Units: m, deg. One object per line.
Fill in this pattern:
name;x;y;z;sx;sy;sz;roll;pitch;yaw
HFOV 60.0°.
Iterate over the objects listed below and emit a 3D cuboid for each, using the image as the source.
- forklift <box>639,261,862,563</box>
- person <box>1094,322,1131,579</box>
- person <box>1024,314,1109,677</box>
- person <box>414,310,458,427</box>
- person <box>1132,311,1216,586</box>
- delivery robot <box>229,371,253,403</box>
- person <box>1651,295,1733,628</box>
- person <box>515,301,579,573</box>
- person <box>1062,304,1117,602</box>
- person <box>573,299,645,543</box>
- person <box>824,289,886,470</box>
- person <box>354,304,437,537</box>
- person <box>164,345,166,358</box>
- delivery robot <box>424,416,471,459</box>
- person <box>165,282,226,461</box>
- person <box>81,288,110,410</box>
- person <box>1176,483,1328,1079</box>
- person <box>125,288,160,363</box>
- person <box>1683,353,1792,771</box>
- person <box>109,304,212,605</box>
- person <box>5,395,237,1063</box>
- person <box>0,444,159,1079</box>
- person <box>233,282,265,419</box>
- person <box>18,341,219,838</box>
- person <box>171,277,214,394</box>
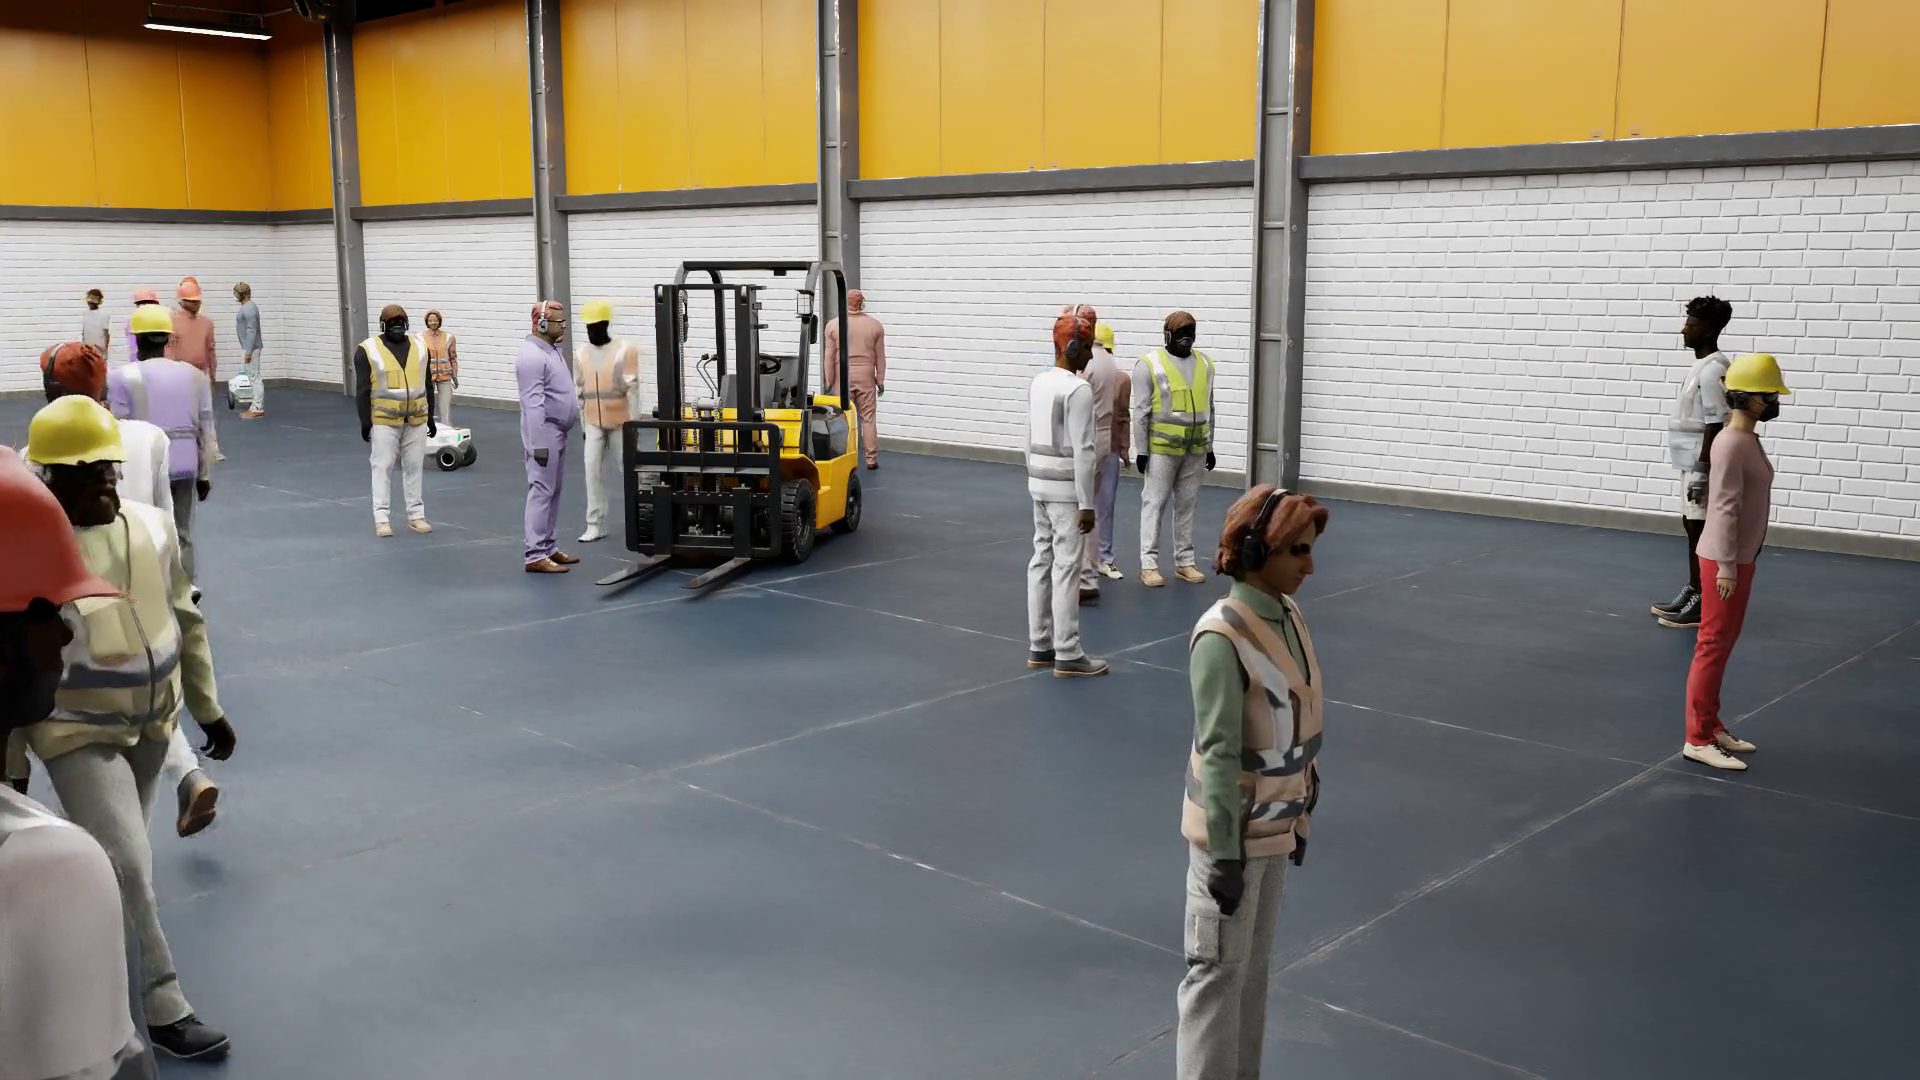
forklift;-1.552;-1.040;12.721;1.214;2.155;2.313;2;9;11
person;0.922;-0.597;11.327;0.522;1.765;0.317;-3;10;-15
person;0.538;-0.231;8.703;0.353;1.886;0.576;-4;10;-26
person;-6.206;-1.903;19.707;0.517;1.638;0.314;-4;10;-25
person;1.456;-0.611;11.168;0.631;1.842;0.428;-4;10;-24
delivery robot;-10.944;-2.336;25.390;0.477;0.478;0.707;-5;11;-29
person;4.382;-0.462;9.872;0.367;1.966;0.607;3;10;17
person;-2.875;-0.720;11.664;0.401;1.900;0.639;0;9;-1
person;0.756;-0.541;10.557;0.396;1.900;0.681;4;10;22
person;-2.749;-0.963;13.182;0.621;1.893;0.893;3;10;16
person;-1.111;-1.682;17.540;0.652;1.906;0.402;-2;9;-10
person;-4.477;-0.954;13.268;0.634;1.841;0.429;-8;12;-39
person;-9.710;-1.950;20.087;0.534;1.617;0.519;4;10;25
delivery robot;-5.568;-1.066;17.605;0.707;0.478;0.477;1;9;4
person;-8.407;-1.827;18.233;0.455;1.984;0.652;7;11;35
person;-12.833;-2.811;24.692;0.554;1.829;0.602;1;9;8
person;0.668;0.686;3.837;0.311;1.640;0.512;5;10;27
person;-9.244;-1.913;18.968;0.567;1.902;0.497;4;10;23
person;3.331;0.087;7.120;0.321;1.767;0.533;6;11;32
person;-4.620;-0.407;9.677;0.497;1.914;0.604;6;11;33
person;-2.393;0.488;4.594;0.900;1.798;0.592;4;10;23
person;-1.057;0.856;1.876;0.544;1.938;0.355;4;10;25
person;-10.063;-2.676;23.549;0.370;1.934;0.627;-4;10;-23
person;-2.998;0.231;5.896;0.535;1.871;0.580;5;10;26
person;-12.953;-3.435;28.035;0.612;1.986;0.401;2;9;12
